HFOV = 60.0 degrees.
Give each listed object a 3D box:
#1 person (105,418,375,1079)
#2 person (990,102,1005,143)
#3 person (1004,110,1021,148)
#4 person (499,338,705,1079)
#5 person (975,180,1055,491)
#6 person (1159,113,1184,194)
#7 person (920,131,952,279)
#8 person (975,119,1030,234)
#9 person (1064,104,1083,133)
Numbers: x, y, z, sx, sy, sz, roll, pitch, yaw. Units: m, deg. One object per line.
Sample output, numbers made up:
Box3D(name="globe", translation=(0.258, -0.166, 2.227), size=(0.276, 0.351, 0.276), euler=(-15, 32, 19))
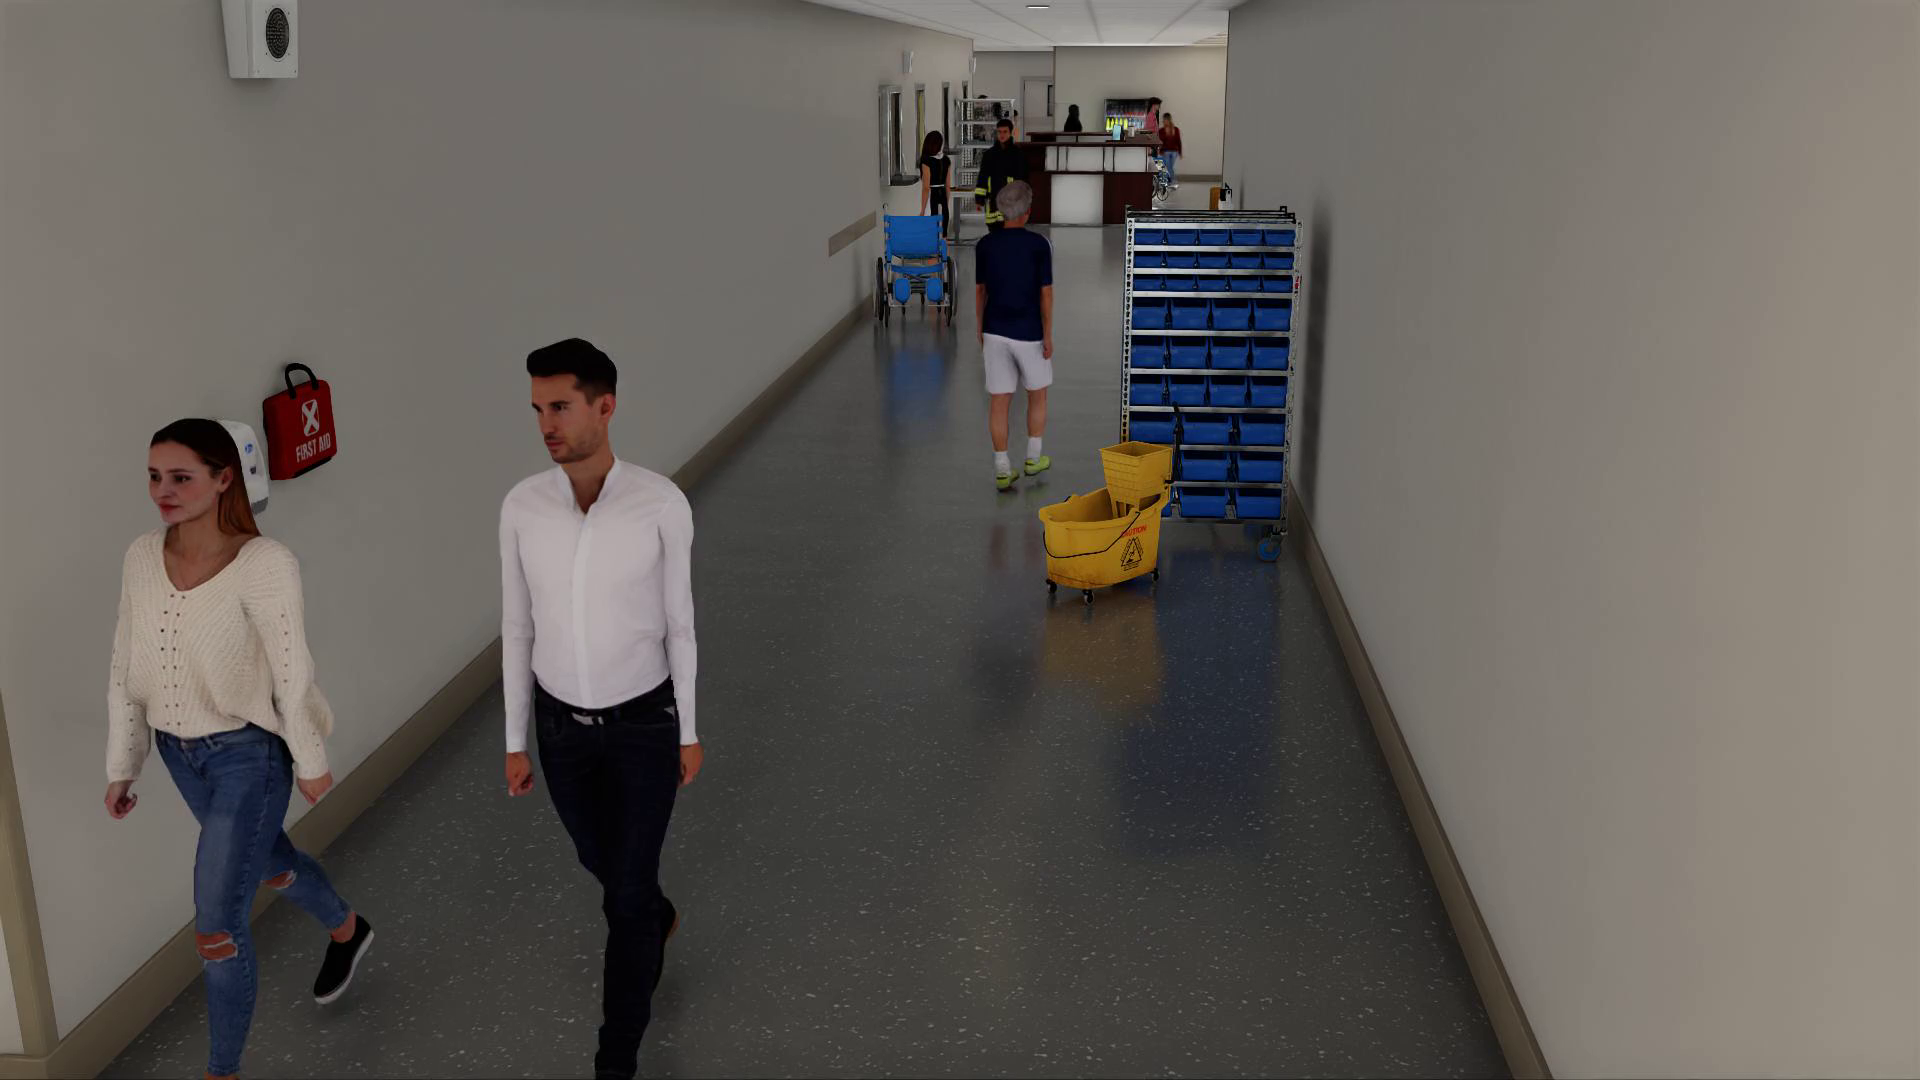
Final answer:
Box3D(name="person", translation=(-1.731, 0.532, 4.057), size=(1.120, 1.649, 0.838), euler=(5, 16, 17))
Box3D(name="person", translation=(0.924, -9.810, 40.693), size=(1.170, 1.675, 1.001), euler=(9, 18, 28))
Box3D(name="person", translation=(0.956, -6.995, 30.546), size=(0.694, 1.763, 0.653), euler=(-10, 18, -31))
Box3D(name="person", translation=(-0.848, 0.423, 4.106), size=(1.163, 1.832, 0.687), euler=(2, 16, 6))
Box3D(name="person", translation=(0.300, -1.198, 9.877), size=(0.805, 1.821, 0.811), euler=(4, 16, 15))
Box3D(name="person", translation=(4.286, -7.829, 33.848), size=(1.170, 1.576, 1.045), euler=(-5, 17, -17))
Box3D(name="person", translation=(-0.278, -3.749, 18.972), size=(0.640, 1.796, 0.682), euler=(-15, 22, -42))
Box3D(name="person", translation=(0.510, -3.963, 19.504), size=(0.787, 1.918, 0.951), euler=(7, 17, 24))
Box3D(name="person", translation=(2.175, -7.716, 33.045), size=(1.163, 1.794, 0.956), euler=(-7, 17, -22))
